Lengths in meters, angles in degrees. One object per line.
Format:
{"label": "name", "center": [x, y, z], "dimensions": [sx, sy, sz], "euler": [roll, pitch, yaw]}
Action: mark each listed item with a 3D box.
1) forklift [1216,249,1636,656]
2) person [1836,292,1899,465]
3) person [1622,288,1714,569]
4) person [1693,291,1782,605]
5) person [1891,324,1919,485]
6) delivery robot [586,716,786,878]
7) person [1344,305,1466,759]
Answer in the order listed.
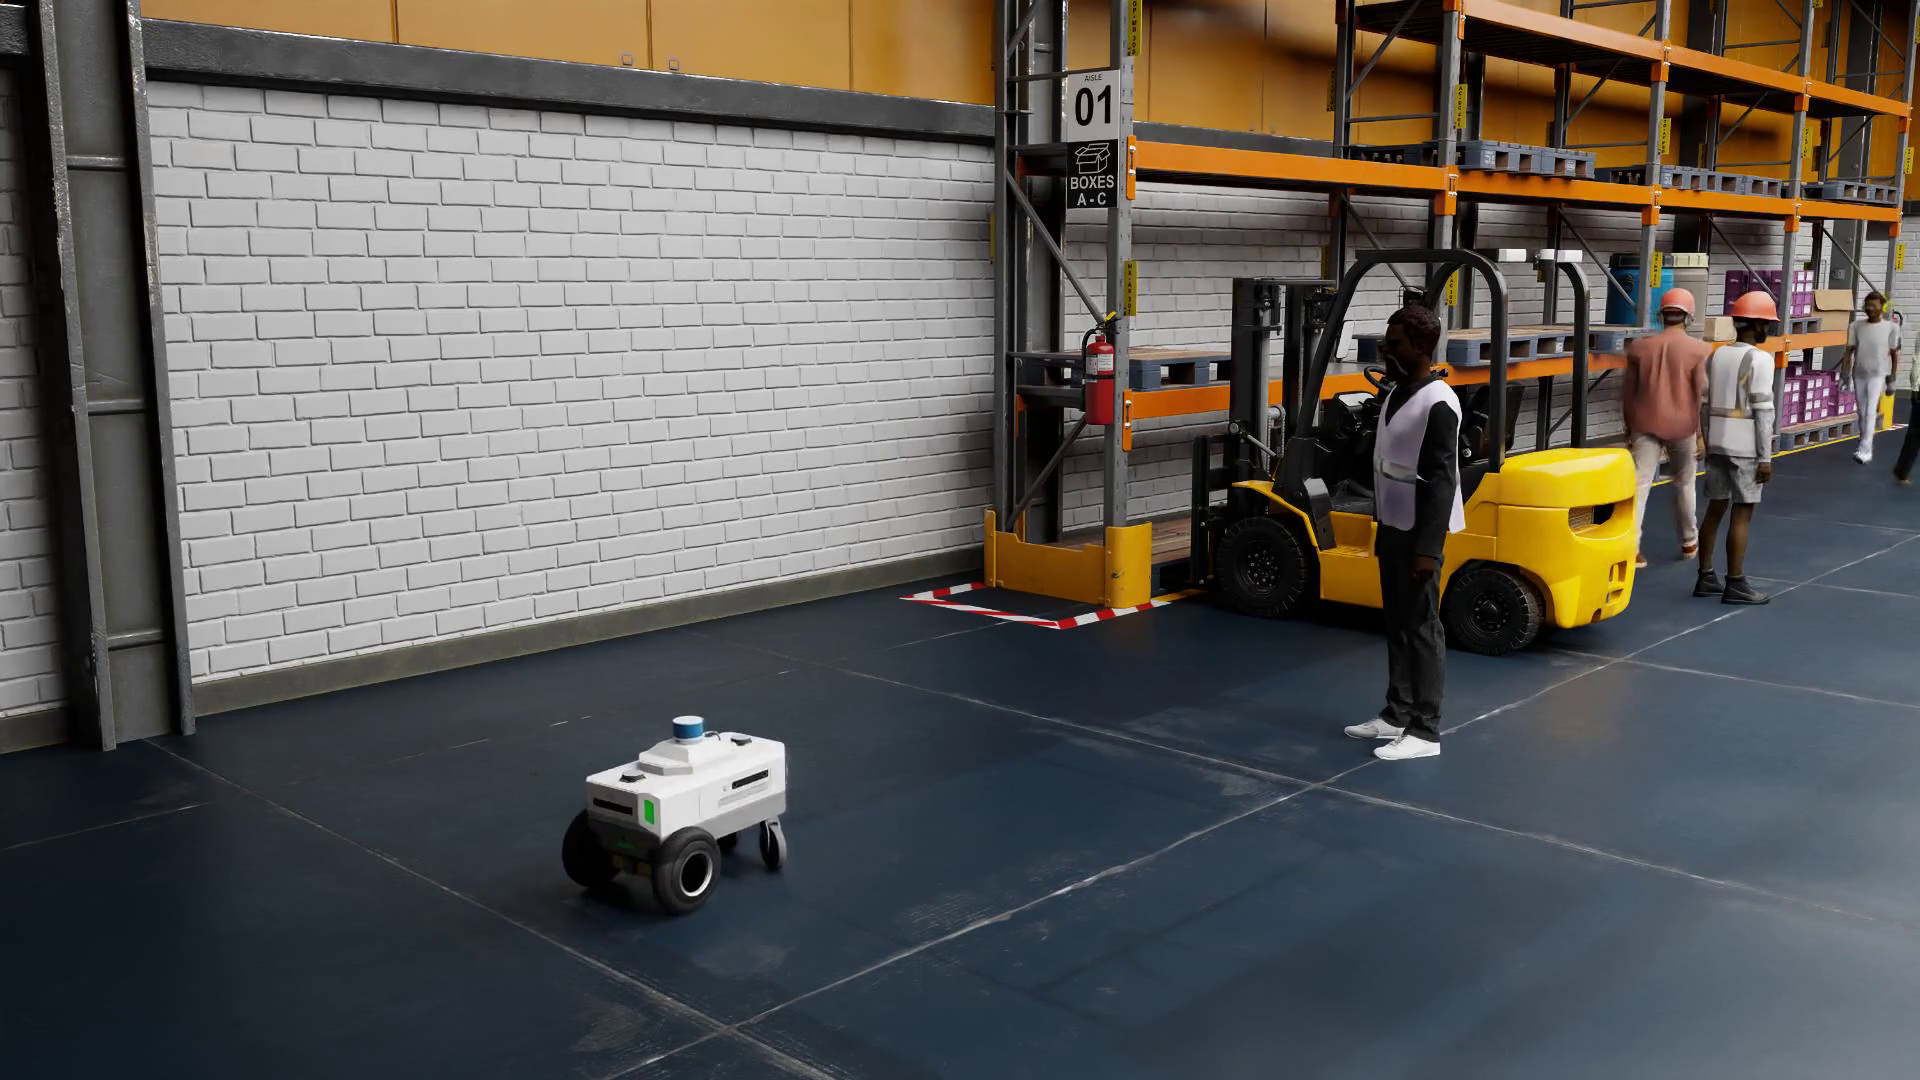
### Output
{"label": "forklift", "center": [2.710, -0.584, 9.626], "dimensions": [2.313, 2.155, 1.214], "euler": [9, 13, 43]}
{"label": "person", "center": [9.612, -1.709, 17.648], "dimensions": [0.505, 1.820, 0.972], "euler": [9, 13, 43]}
{"label": "person", "center": [4.942, -0.782, 11.644], "dimensions": [0.655, 1.930, 1.035], "euler": [8, 12, 39]}
{"label": "person", "center": [4.849, -0.569, 10.322], "dimensions": [0.378, 1.932, 0.551], "euler": [-2, 10, -15]}
{"label": "person", "center": [9.177, -1.440, 15.633], "dimensions": [0.613, 1.939, 0.983], "euler": [1, 9, 8]}
{"label": "delivery robot", "center": [-0.914, 0.839, 5.625], "dimensions": [0.477, 0.478, 0.707], "euler": [6, 11, 34]}
{"label": "person", "center": [1.924, -0.031, 7.075], "dimensions": [0.392, 1.920, 0.588], "euler": [-1, 9, -6]}
